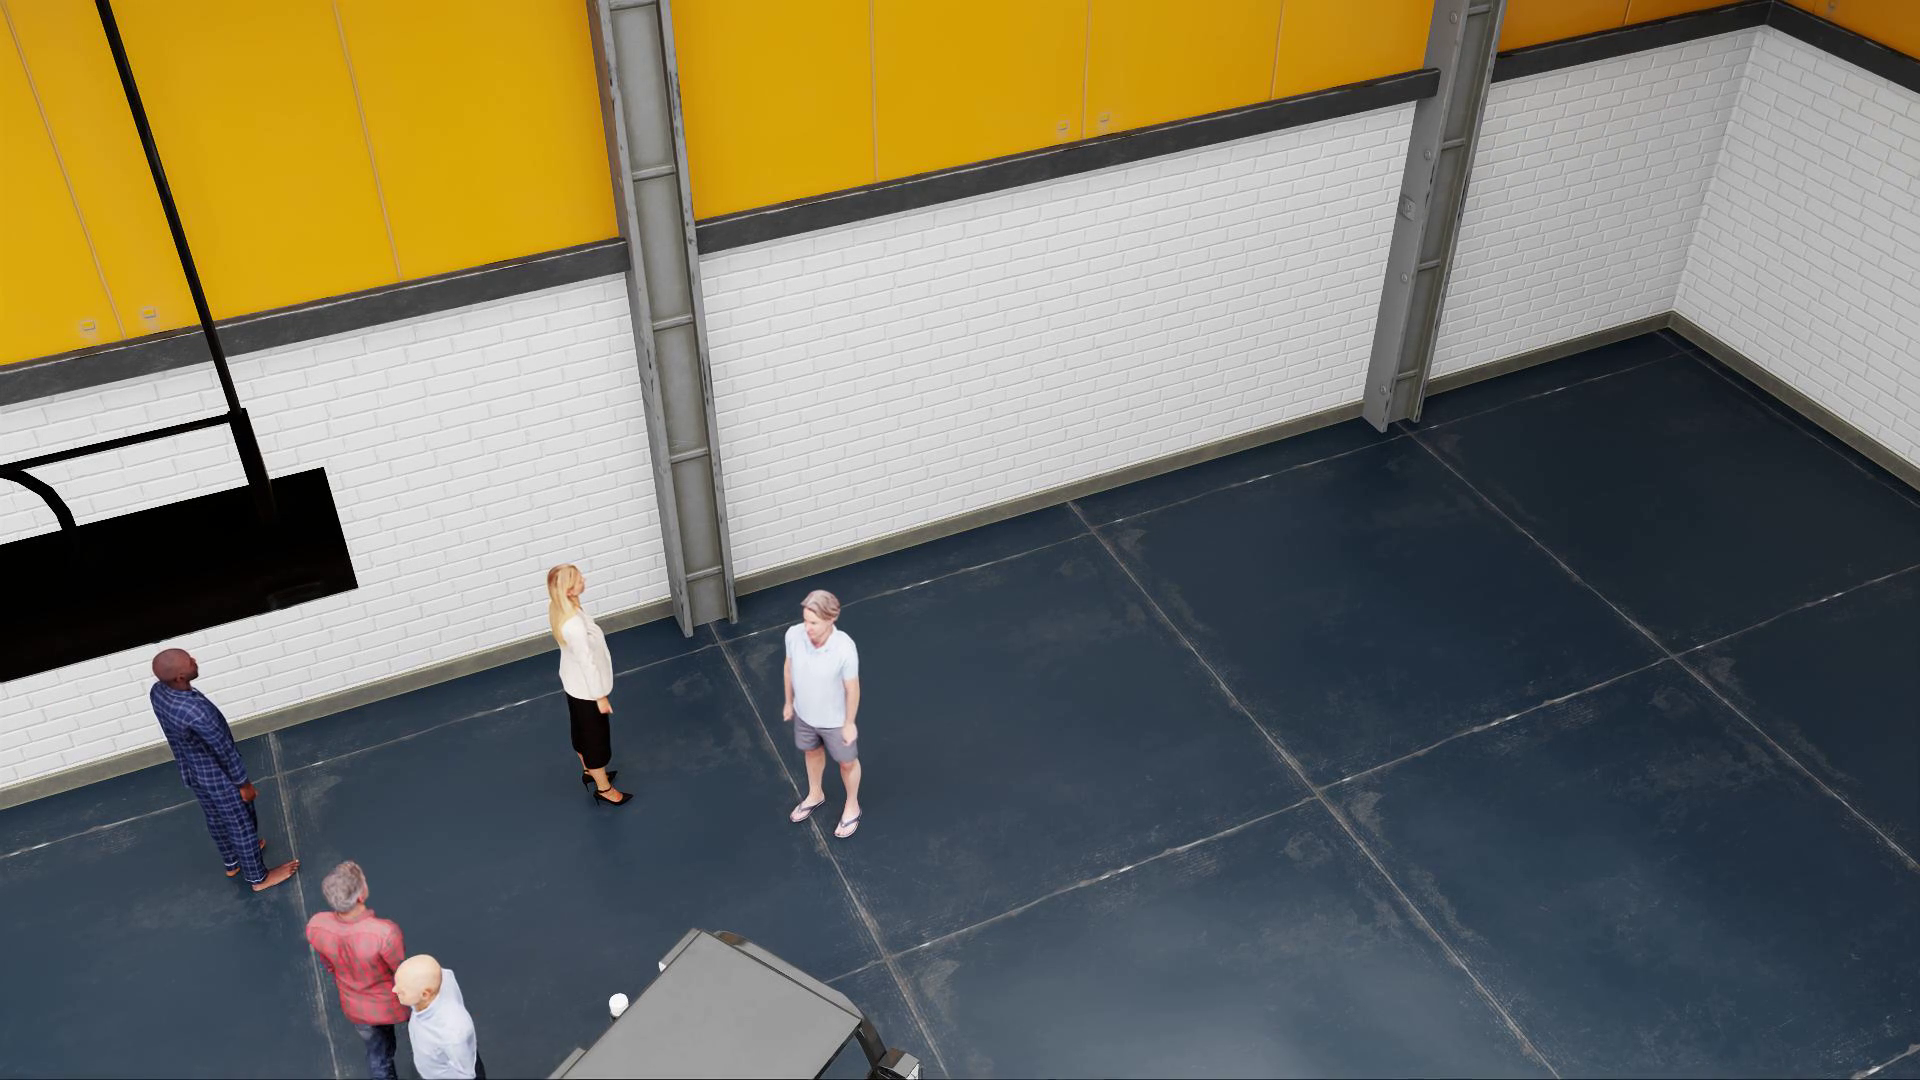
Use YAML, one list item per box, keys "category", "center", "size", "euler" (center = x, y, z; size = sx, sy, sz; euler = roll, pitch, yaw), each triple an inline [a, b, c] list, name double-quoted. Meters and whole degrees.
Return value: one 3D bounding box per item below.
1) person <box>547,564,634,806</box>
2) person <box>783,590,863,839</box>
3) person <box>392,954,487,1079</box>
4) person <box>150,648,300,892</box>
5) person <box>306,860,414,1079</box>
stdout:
- category: "person"
  center: [-2.261, 0.883, 10.067]
  size: [0.550, 1.858, 0.636]
  euler: [-21, 43, -24]
- category: "person"
  center: [-0.795, 1.009, 9.931]
  size: [0.743, 1.832, 0.771]
  euler: [19, 42, 22]
- category: "person"
  center: [-2.425, 2.583, 7.992]
  size: [0.594, 1.792, 0.660]
  euler: [-21, 43, -24]
- category: "person"
  center: [-4.295, 1.310, 9.564]
  size: [0.759, 1.819, 0.774]
  euler: [22, 44, 25]
- category: "person"
  center: [-2.926, 2.345, 8.271]
  size: [0.844, 1.815, 0.919]
  euler: [8, 39, 10]
